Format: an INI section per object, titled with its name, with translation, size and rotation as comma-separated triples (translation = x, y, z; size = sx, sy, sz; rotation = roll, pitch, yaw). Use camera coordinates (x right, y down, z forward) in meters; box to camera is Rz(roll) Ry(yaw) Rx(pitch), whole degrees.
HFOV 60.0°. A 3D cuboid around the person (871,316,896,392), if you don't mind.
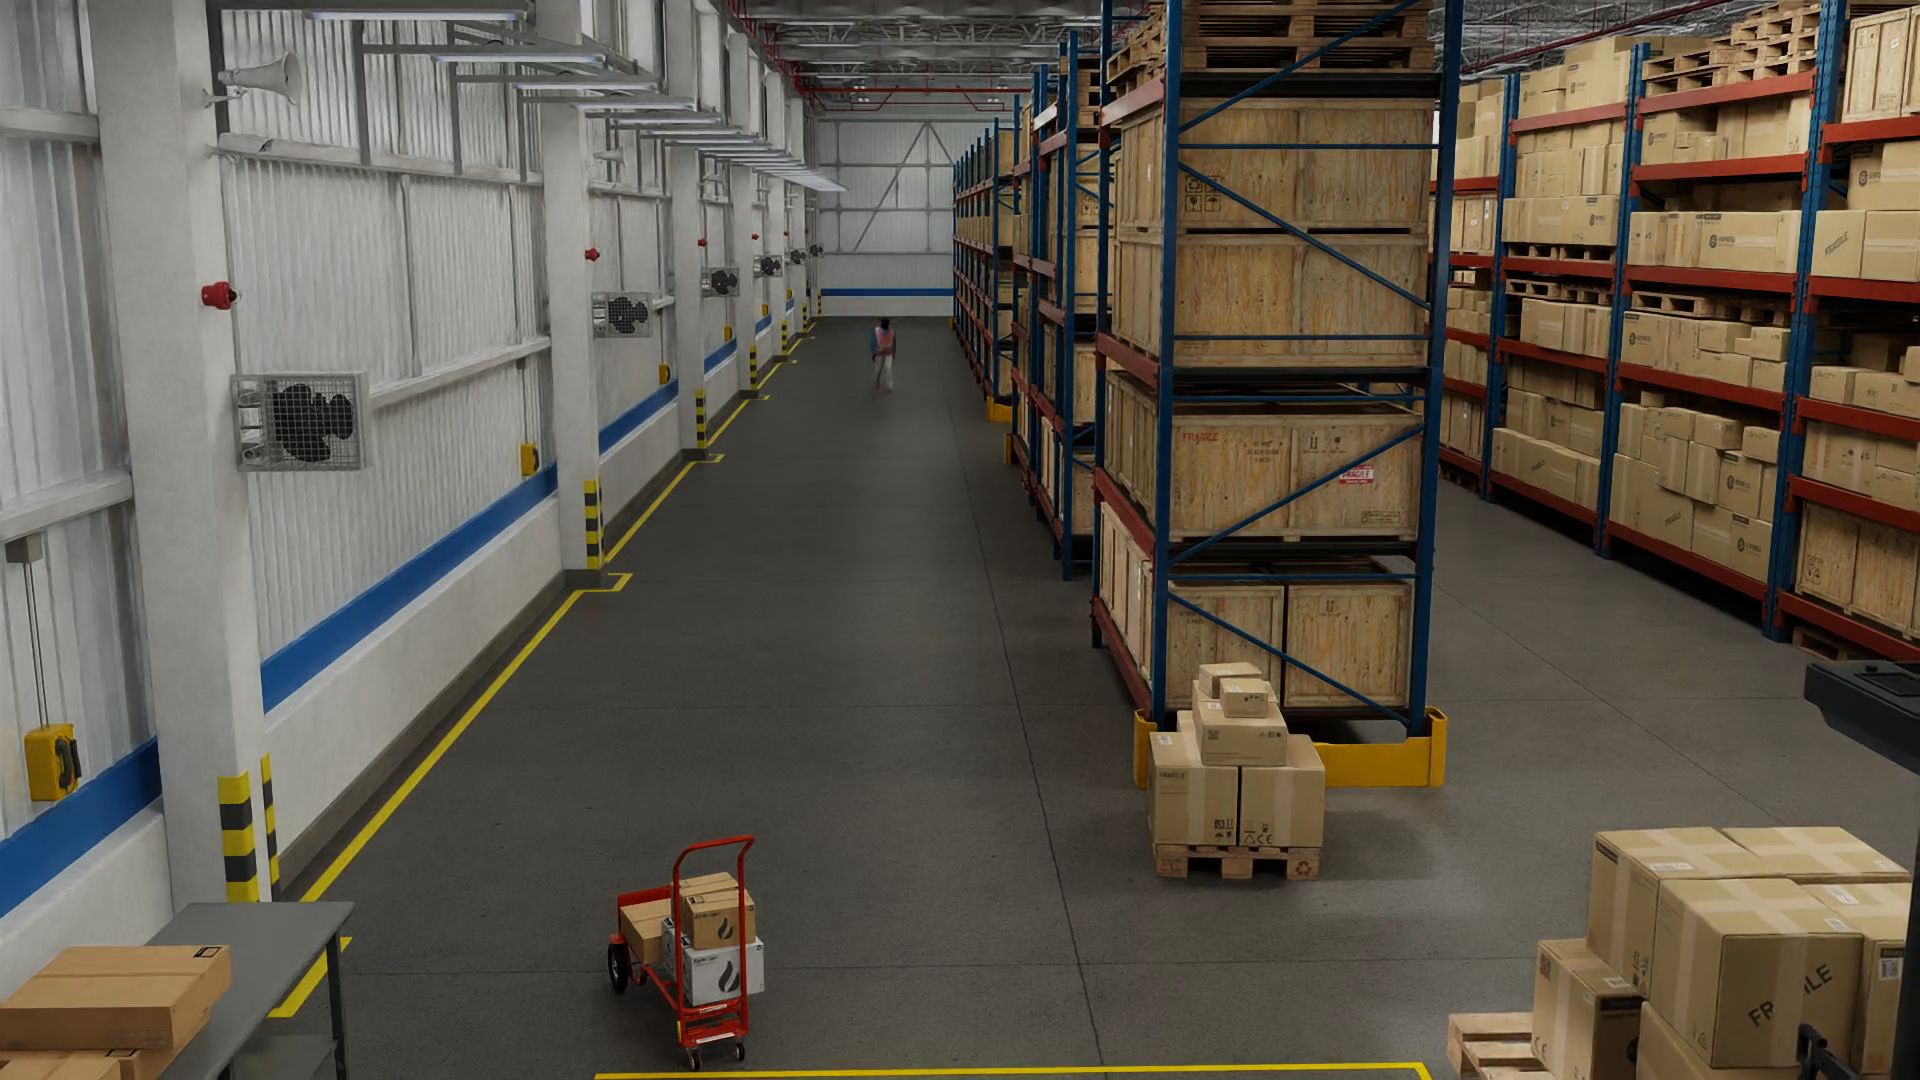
[person]
translation = -1.837, -4.478, 39.930
size = 0.627, 1.816, 0.804
rotation = -2, 11, -12
